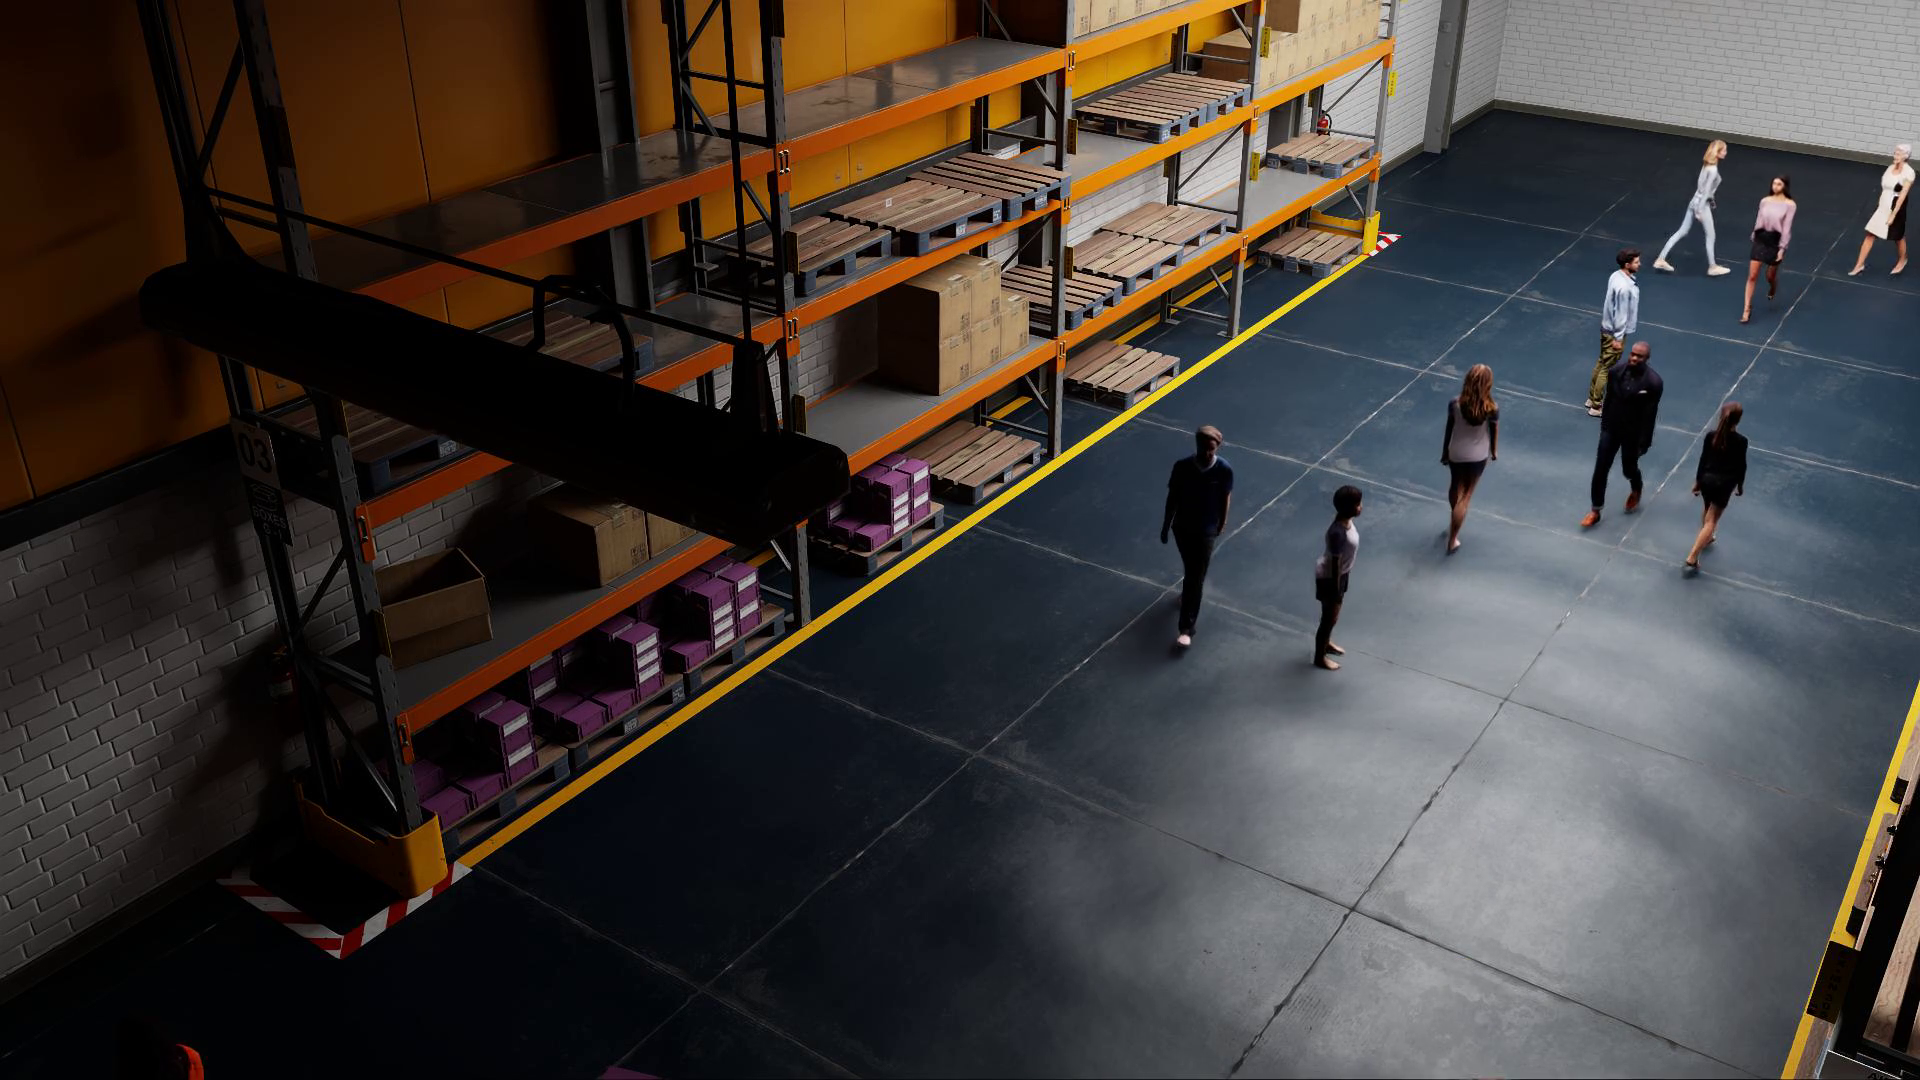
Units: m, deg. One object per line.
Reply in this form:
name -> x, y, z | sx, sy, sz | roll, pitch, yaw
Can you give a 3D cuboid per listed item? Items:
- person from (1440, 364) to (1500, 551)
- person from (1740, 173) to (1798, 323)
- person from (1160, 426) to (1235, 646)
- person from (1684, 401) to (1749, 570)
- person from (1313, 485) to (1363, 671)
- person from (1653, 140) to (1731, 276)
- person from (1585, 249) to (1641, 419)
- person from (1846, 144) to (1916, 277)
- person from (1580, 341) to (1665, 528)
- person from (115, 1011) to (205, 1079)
person -> 4.526, -0.700, 14.921 | 0.646, 1.685, 1.014 | 17, 33, 28
person -> 9.731, -3.502, 19.948 | 0.705, 1.790, 1.039 | 25, 37, 38
person -> 1.960, -0.132, 13.747 | 0.918, 1.811, 1.326 | 10, 30, 17
person -> 6.658, -0.466, 14.655 | 1.092, 1.529, 0.663 | -25, 37, -38
person -> 2.972, 0.258, 13.297 | 0.708, 1.559, 0.589 | 10, 30, 18
person -> 9.410, -4.247, 21.353 | 0.992, 1.753, 1.175 | 5, 29, 10
person -> 6.890, -2.195, 17.530 | 0.808, 1.811, 0.645 | 6, 29, 12
person -> 11.996, -4.175, 21.264 | 1.148, 1.712, 1.010 | -9, 30, -16
person -> 6.184, -1.002, 15.367 | 1.204, 1.788, 0.878 | -25, 37, -38
person -> -3.772, 2.998, 8.085 | 0.721, 1.739, 0.576 | 25, 37, 38
